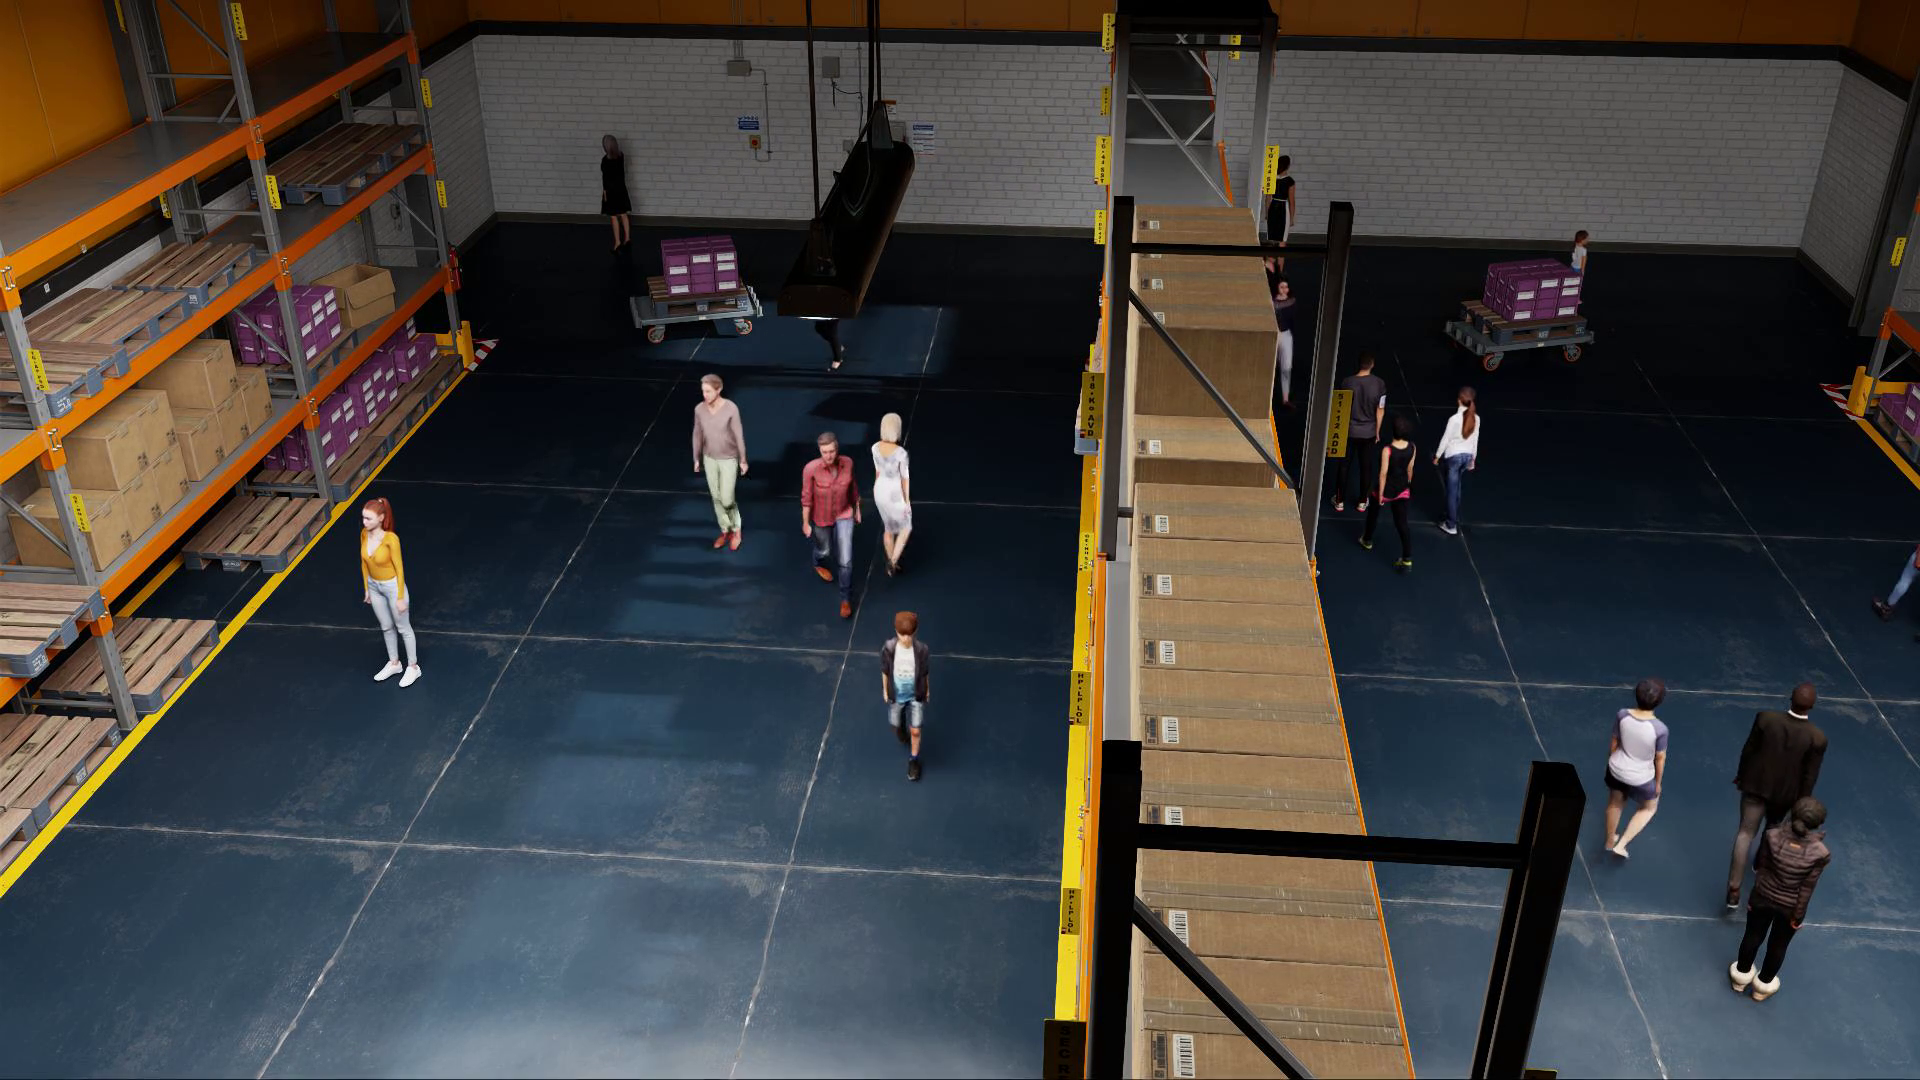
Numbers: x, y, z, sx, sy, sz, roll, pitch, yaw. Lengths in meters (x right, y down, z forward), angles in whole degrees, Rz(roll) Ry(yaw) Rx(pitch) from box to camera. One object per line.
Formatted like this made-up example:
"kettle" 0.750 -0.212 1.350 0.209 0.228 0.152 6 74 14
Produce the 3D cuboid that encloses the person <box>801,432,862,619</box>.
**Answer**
"person" -1.208 -0.233 15.505 1.013 1.778 1.312 -9 30 -16

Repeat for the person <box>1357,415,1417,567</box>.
"person" 4.250 -0.447 16.169 0.786 1.516 1.107 -7 29 -13

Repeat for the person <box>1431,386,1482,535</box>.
"person" 5.056 -0.776 16.747 0.687 1.541 0.787 -11 31 -19

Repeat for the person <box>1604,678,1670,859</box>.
"person" 4.923 1.708 12.176 0.705 1.556 0.761 24 37 37

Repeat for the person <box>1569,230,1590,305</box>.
"person" 8.425 -3.734 22.713 0.525 1.020 0.427 -7 29 -13

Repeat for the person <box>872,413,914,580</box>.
"person" -0.681 -0.366 15.787 0.707 1.739 0.799 14 32 24

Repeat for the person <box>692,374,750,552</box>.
"person" -2.327 -0.807 16.477 0.769 1.853 0.758 9 30 15

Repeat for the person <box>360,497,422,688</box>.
"person" -4.921 0.434 14.310 0.647 1.751 0.655 12 31 20

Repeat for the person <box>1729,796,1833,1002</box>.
"person" 5.352 2.364 10.862 0.694 1.664 0.758 13 31 22

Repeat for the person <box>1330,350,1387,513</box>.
"person" 4.096 -1.117 17.138 0.641 1.764 0.565 4 29 8

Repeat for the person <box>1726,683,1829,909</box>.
"person" 5.703 1.826 11.749 1.007 1.759 1.270 16 32 26

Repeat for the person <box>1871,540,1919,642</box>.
"person" 8.752 0.183 14.832 0.693 1.691 1.031 -2 29 -4

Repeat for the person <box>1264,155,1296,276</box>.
"person" 4.469 -4.504 23.315 0.654 1.796 0.655 19 34 31

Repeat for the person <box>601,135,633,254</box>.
"person" -5.070 -5.098 24.457 0.764 1.744 0.662 18 33 30

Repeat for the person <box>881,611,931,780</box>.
"person" -0.421 1.177 13.279 0.576 1.433 0.832 0 29 -1

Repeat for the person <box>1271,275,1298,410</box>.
"person" 3.706 -2.365 19.613 0.780 1.586 0.978 -7 29 -12
